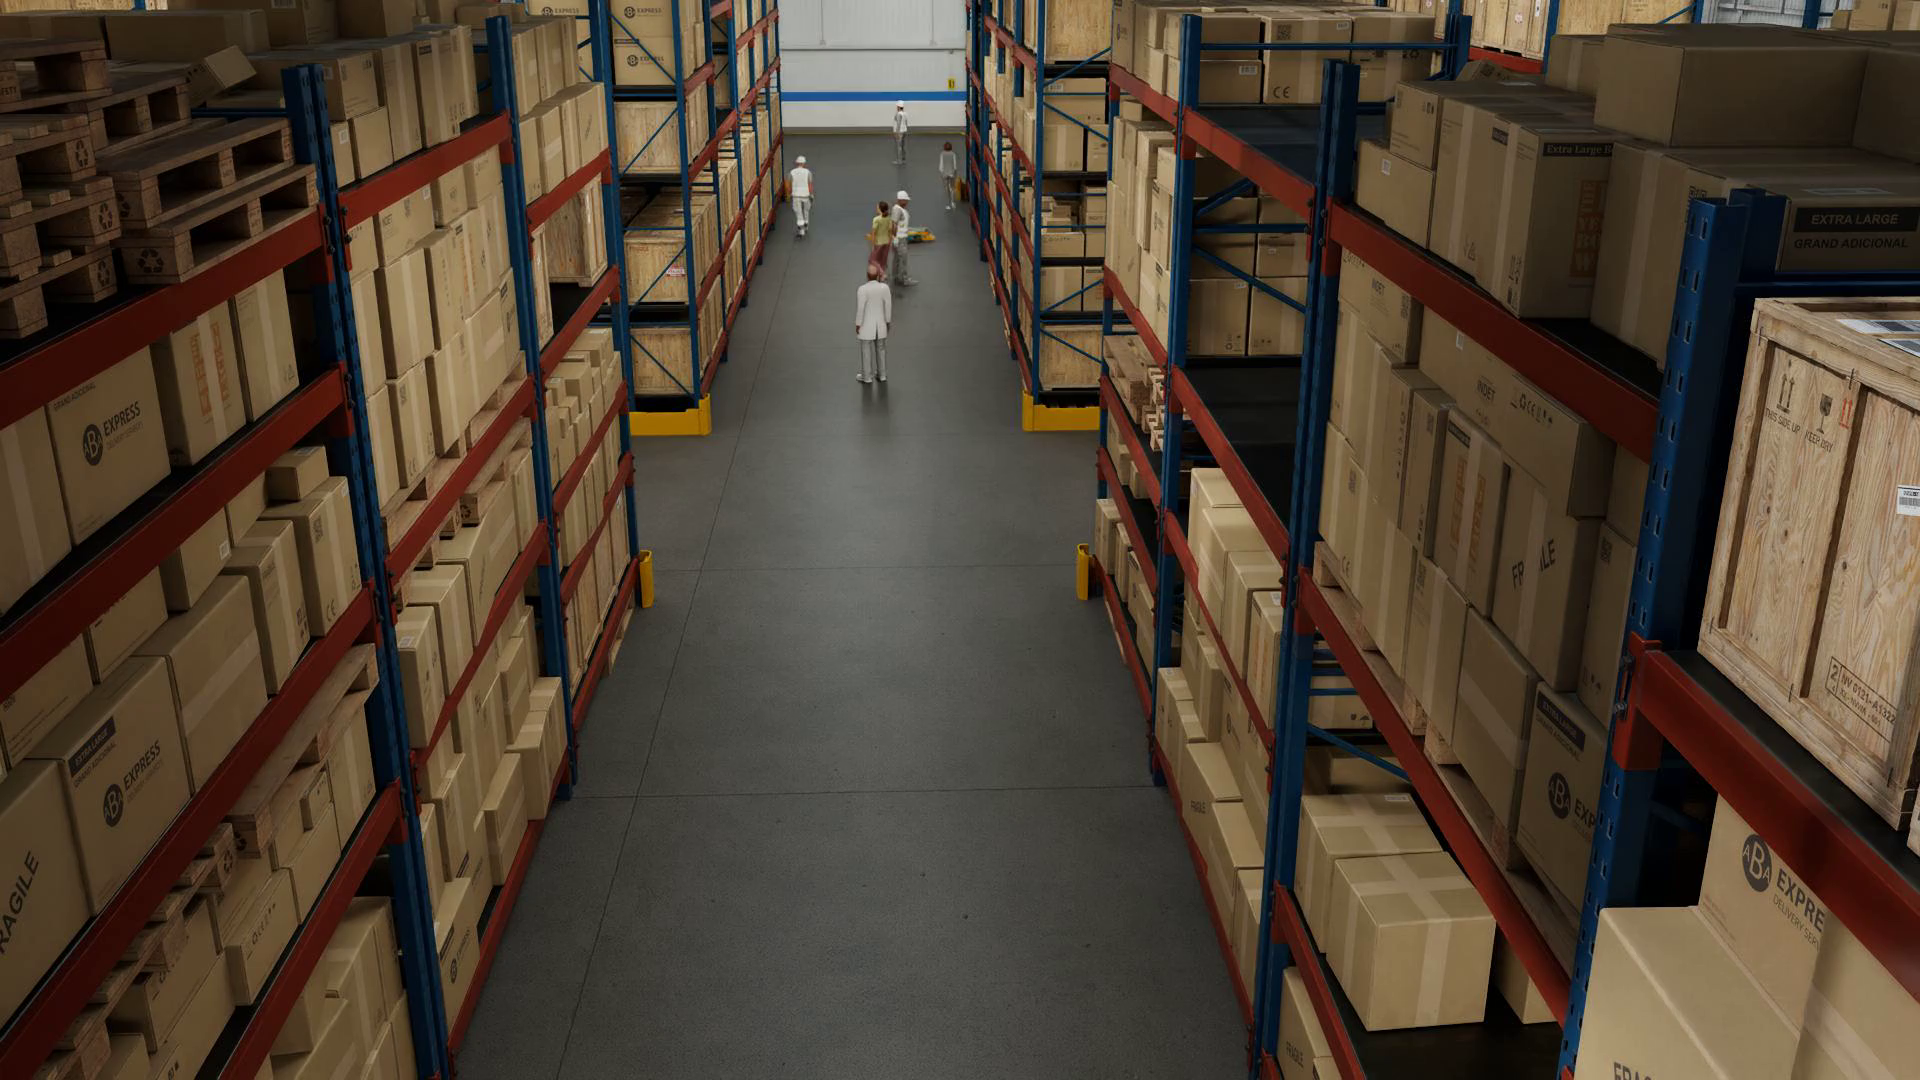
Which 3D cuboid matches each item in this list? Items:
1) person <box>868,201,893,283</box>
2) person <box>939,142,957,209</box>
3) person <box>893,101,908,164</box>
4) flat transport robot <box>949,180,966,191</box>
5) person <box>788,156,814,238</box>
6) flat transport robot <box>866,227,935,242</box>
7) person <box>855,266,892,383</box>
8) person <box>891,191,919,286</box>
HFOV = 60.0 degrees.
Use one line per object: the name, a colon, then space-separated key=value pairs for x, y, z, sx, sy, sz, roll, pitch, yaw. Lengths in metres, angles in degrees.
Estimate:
person: x=-1.490 y=-5.596 z=31.601 sx=0.455 sy=1.663 sz=0.603 roll=-14 pitch=25 yaw=-33
person: x=-0.294 y=-8.869 z=40.447 sx=0.417 sy=1.601 sz=0.417 roll=-3 pitch=21 yaw=-7
person: x=-1.745 y=-11.781 z=48.052 sx=0.372 sy=1.776 sz=0.530 roll=9 pitch=22 yaw=23
flat transport robot: x=0.395 y=-9.263 z=43.535 sx=1.431 sy=0.247 sz=0.659 roll=-2 pitch=21 yaw=-6
person: x=-3.548 y=-7.654 z=36.954 sx=0.539 sy=1.747 sz=0.949 roll=-5 pitch=21 yaw=-14
flat transport robot: x=-1.314 y=-6.720 z=36.727 sx=1.431 sy=0.252 sz=0.659 roll=-5 pitch=21 yaw=-13
person: x=-1.350 y=-3.306 z=25.330 sx=0.571 sy=1.780 sz=0.410 roll=-10 pitch=23 yaw=-25
person: x=-1.076 y=-5.831 z=32.044 sx=0.548 sy=1.779 sz=0.633 roll=-1 pitch=20 yaw=-2
